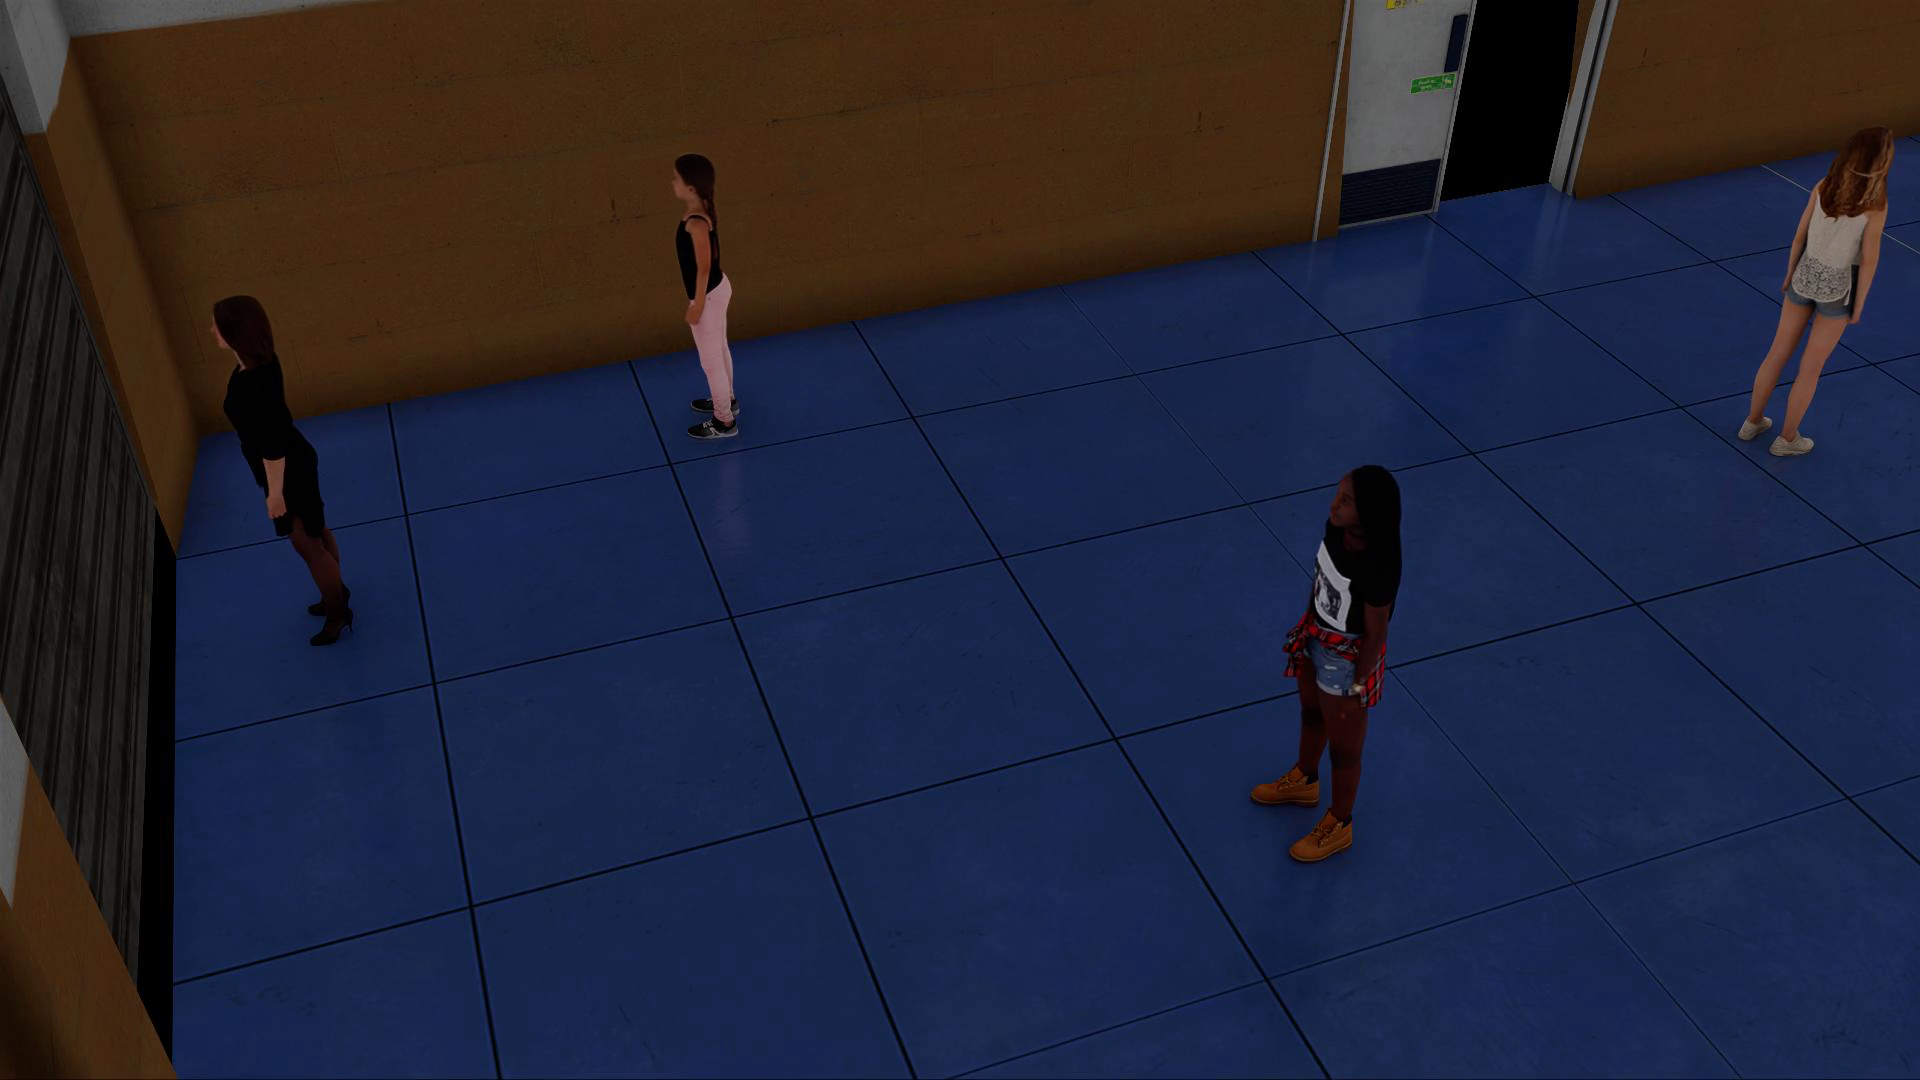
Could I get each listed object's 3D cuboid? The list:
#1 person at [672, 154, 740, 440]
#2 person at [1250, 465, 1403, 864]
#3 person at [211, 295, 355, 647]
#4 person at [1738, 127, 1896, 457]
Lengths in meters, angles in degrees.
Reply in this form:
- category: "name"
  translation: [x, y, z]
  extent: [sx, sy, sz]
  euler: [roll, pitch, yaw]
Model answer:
- category: "person"
  translation: [-1.292, -1.247, 8.507]
  extent: [0.669, 1.565, 0.561]
  euler: [1, 37, 2]
- category: "person"
  translation: [1.393, 0.446, 6.115]
  extent: [0.670, 1.729, 0.542]
  euler: [-10, 38, -13]
- category: "person"
  translation: [-2.867, -0.285, 7.093]
  extent: [0.648, 1.706, 0.448]
  euler: [-10, 38, -13]
- category: "person"
  translation: [4.295, -1.211, 8.330]
  extent: [0.678, 1.719, 0.511]
  euler: [-21, 42, -25]
